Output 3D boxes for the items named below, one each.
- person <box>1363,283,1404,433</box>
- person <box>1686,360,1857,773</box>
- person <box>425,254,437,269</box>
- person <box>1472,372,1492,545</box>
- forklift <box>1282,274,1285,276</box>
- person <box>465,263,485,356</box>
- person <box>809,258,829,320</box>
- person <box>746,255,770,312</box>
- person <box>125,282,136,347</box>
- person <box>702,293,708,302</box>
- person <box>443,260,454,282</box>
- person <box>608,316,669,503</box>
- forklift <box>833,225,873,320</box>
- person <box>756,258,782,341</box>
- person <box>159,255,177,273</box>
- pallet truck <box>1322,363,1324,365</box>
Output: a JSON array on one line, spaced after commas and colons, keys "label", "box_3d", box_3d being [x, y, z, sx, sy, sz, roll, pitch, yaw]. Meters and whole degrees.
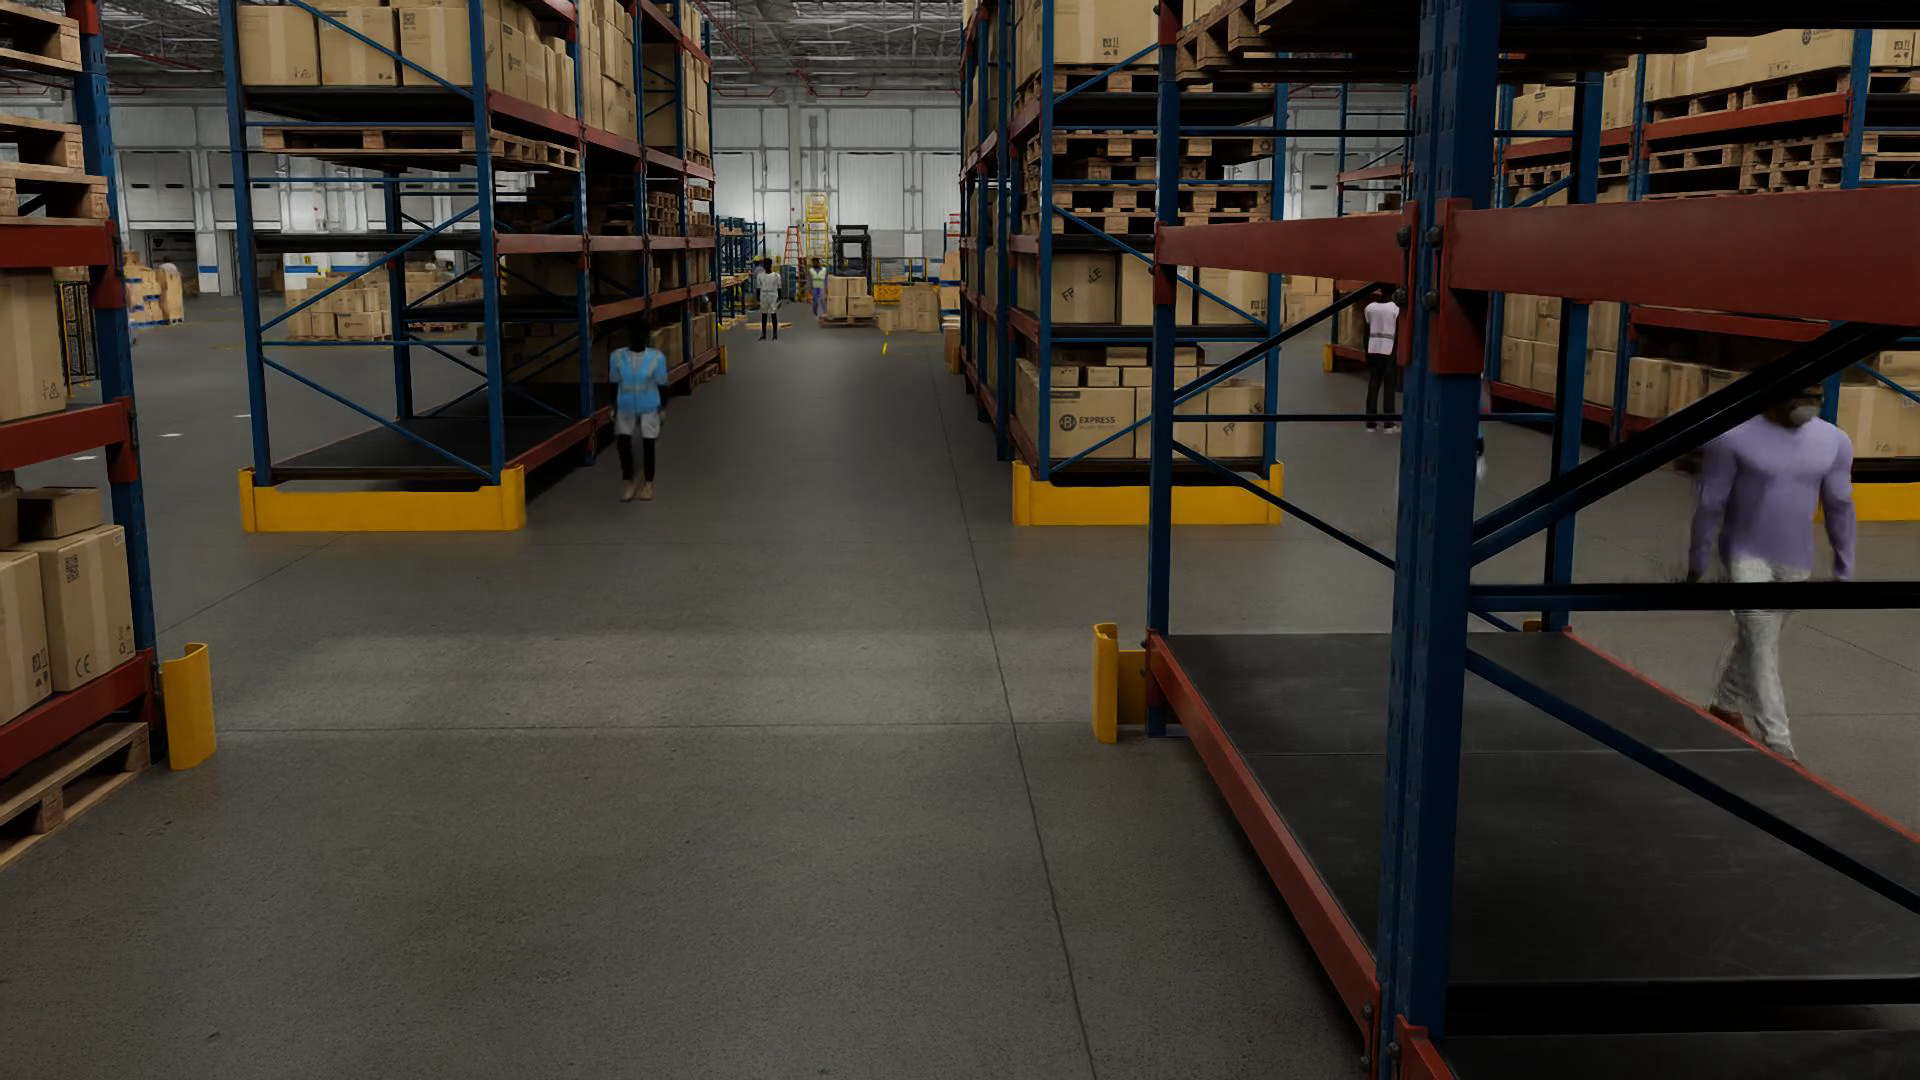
[{"label": "person", "box_3d": [5.216, -2.266, 20.418, 0.383, 1.921, 0.597, -9, 13, -40]}, {"label": "person", "box_3d": [3.614, 0.102, 7.418, 0.647, 1.873, 1.118, 0, 10, -2]}, {"label": "person", "box_3d": [-17.181, -8.332, 54.175, 0.373, 1.935, 0.628, -8, 13, -38]}, {"label": "person", "box_3d": [3.852, -0.837, 12.708, 0.480, 1.824, 0.643, 1, 10, 5]}, {"label": "forklift", "box_3d": [12.135, -10.836, 65.485, 1.129, 2.768, 1.873, 0, 10, -2]}, {"label": "person", "box_3d": [-9.697, -4.689, 33.970, 0.973, 1.889, 0.552, 5, 11, 27]}, {"label": "person", "box_3d": [-4.203, -7.500, 49.770, 0.633, 1.866, 0.606, 3, 11, 15]}, {"label": "person", "box_3d": [-6.618, -8.471, 55.077, 0.887, 1.896, 0.592, 2, 10, 9]}, {"label": "person", "box_3d": [-18.626, -5.160, 36.993, 0.555, 1.747, 0.382, 5, 11, 24]}, {"label": "person", "box_3d": [-8.747, -8.620, 56.231, 0.971, 1.780, 0.682, -2, 10, -9]}, {"label": "person", "box_3d": [-14.313, -6.883, 46.377, 0.843, 1.842, 0.528, -8, 13, -36]}, {"label": "person", "box_3d": [-2.894, -1.160, 14.906, 0.557, 1.674, 0.593, 0, 10, 1]}, {"label": "forklift", "box_3d": [-3.110, -7.745, 48.265, 1.129, 2.768, 1.873, 0, 10, -2]}, {"label": "person", "box_3d": [-4.536, -5.705, 39.446, 0.612, 1.963, 0.363, 2, 10, 8]}, {"label": "person", "box_3d": [-25.195, -8.109, 52.961, 0.488, 1.920, 0.645, 5, 11, 27]}, {"label": "pallet truck", "box_3d": [7.712, -4.157, 30.737, 1.885, 1.965, 0.823, 3, 11, 16]}]
